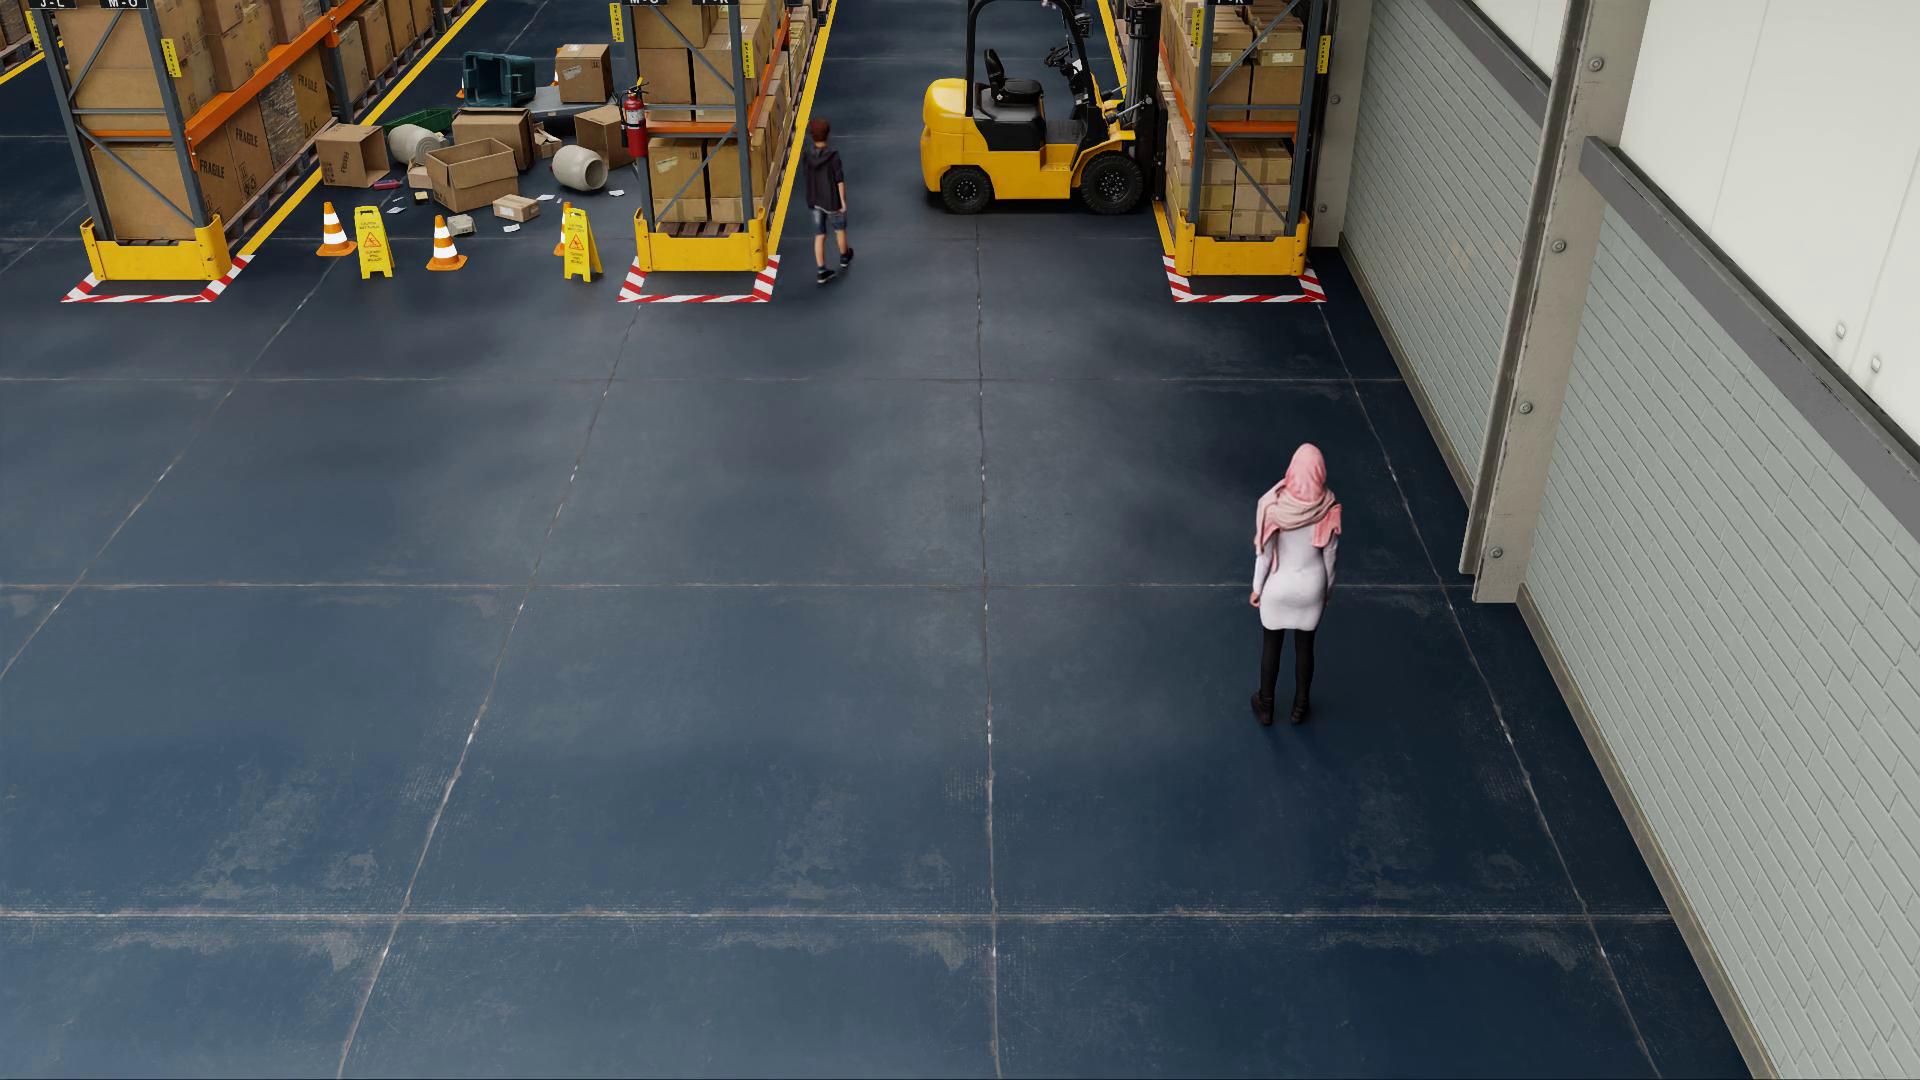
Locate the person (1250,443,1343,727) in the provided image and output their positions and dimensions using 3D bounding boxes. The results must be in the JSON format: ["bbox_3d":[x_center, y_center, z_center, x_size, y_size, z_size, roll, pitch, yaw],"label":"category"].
[{"bbox_3d":[1.864,0.266,9.294,0.633,1.803,0.591,2,32,3],"label":"person"}]

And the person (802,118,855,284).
[{"bbox_3d":[-1.227,-2.989,14.814,0.723,1.418,0.921,11,34,17],"label":"person"}]
